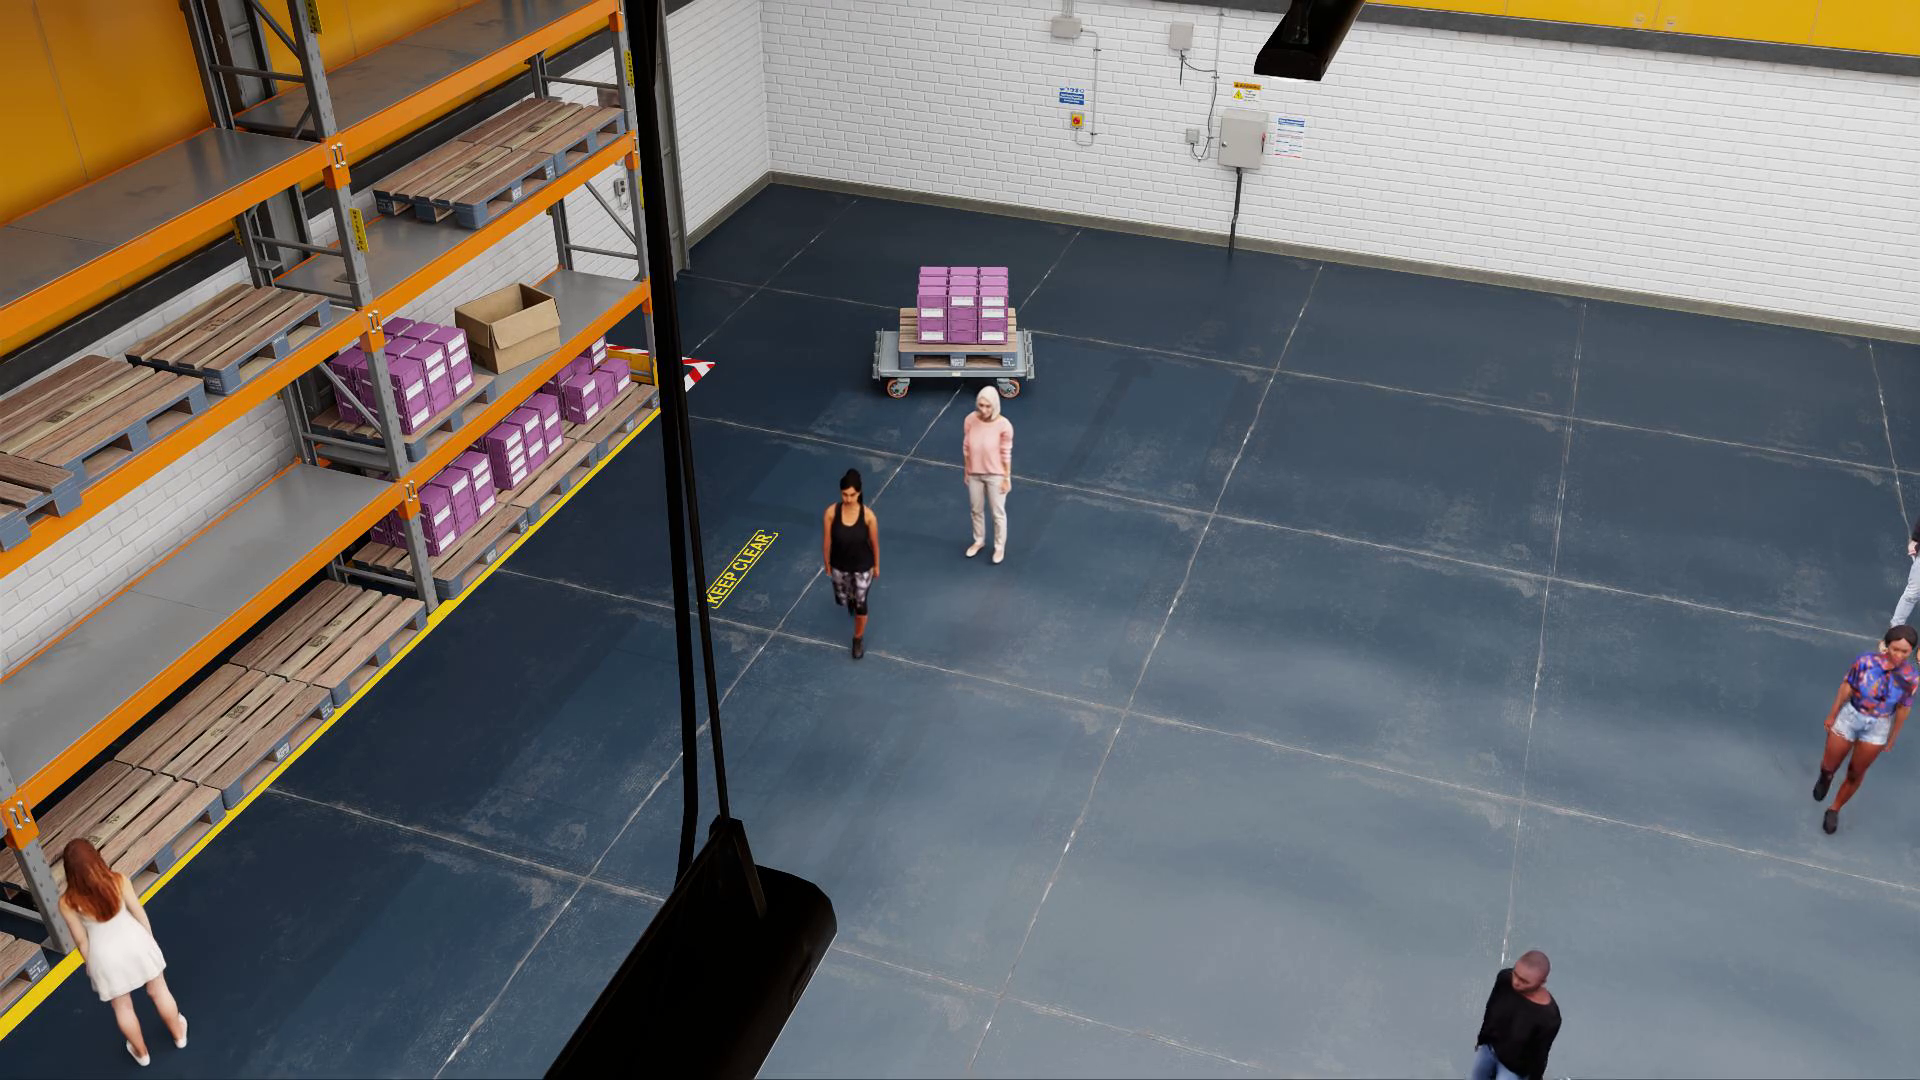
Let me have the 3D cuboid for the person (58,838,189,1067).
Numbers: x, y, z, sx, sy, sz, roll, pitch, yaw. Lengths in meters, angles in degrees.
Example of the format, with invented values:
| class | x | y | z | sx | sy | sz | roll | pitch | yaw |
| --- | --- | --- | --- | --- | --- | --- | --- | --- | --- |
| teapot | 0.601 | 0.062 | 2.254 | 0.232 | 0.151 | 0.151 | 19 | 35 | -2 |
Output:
| class | x | y | z | sx | sy | sz | roll | pitch | yaw |
| --- | --- | --- | --- | --- | --- | --- | --- | --- | --- |
| person | -4.911 | 2.396 | 9.713 | 0.624 | 1.711 | 0.708 | -22 | 39 | -29 |

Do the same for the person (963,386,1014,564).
| class | x | y | z | sx | sy | sz | roll | pitch | yaw |
| --- | --- | --- | --- | --- | --- | --- | --- | --- | --- |
| person | 0.238 | -0.578 | 14.181 | 0.602 | 1.718 | 0.567 | 14 | 36 | 19 |

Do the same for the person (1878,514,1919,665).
| class | x | y | z | sx | sy | sz | roll | pitch | yaw |
| --- | --- | --- | --- | --- | --- | --- | --- | --- | --- |
| person | 7.701 | 0.119 | 13.025 | 0.705 | 1.837 | 0.625 | 20 | 39 | 27 |

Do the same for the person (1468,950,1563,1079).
| class | x | y | z | sx | sy | sz | roll | pitch | yaw |
| --- | --- | --- | --- | --- | --- | --- | --- | --- | --- |
| person | 3.053 | 2.814 | 9.064 | 0.906 | 1.735 | 0.840 | -16 | 37 | -22 |

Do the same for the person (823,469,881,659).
| class | x | y | z | sx | sy | sz | roll | pitch | yaw |
| --- | --- | --- | --- | --- | --- | --- | --- | --- | --- |
| person | -0.846 | 0.136 | 13.166 | 0.751 | 1.652 | 0.914 | 0 | 34 | 0 |

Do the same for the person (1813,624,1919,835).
| class | x | y | z | sx | sy | sz | roll | pitch | yaw |
| --- | --- | --- | --- | --- | --- | --- | --- | --- | --- |
| person | 6.202 | 1.239 | 11.434 | 0.669 | 1.733 | 0.748 | 15 | 36 | 21 |
